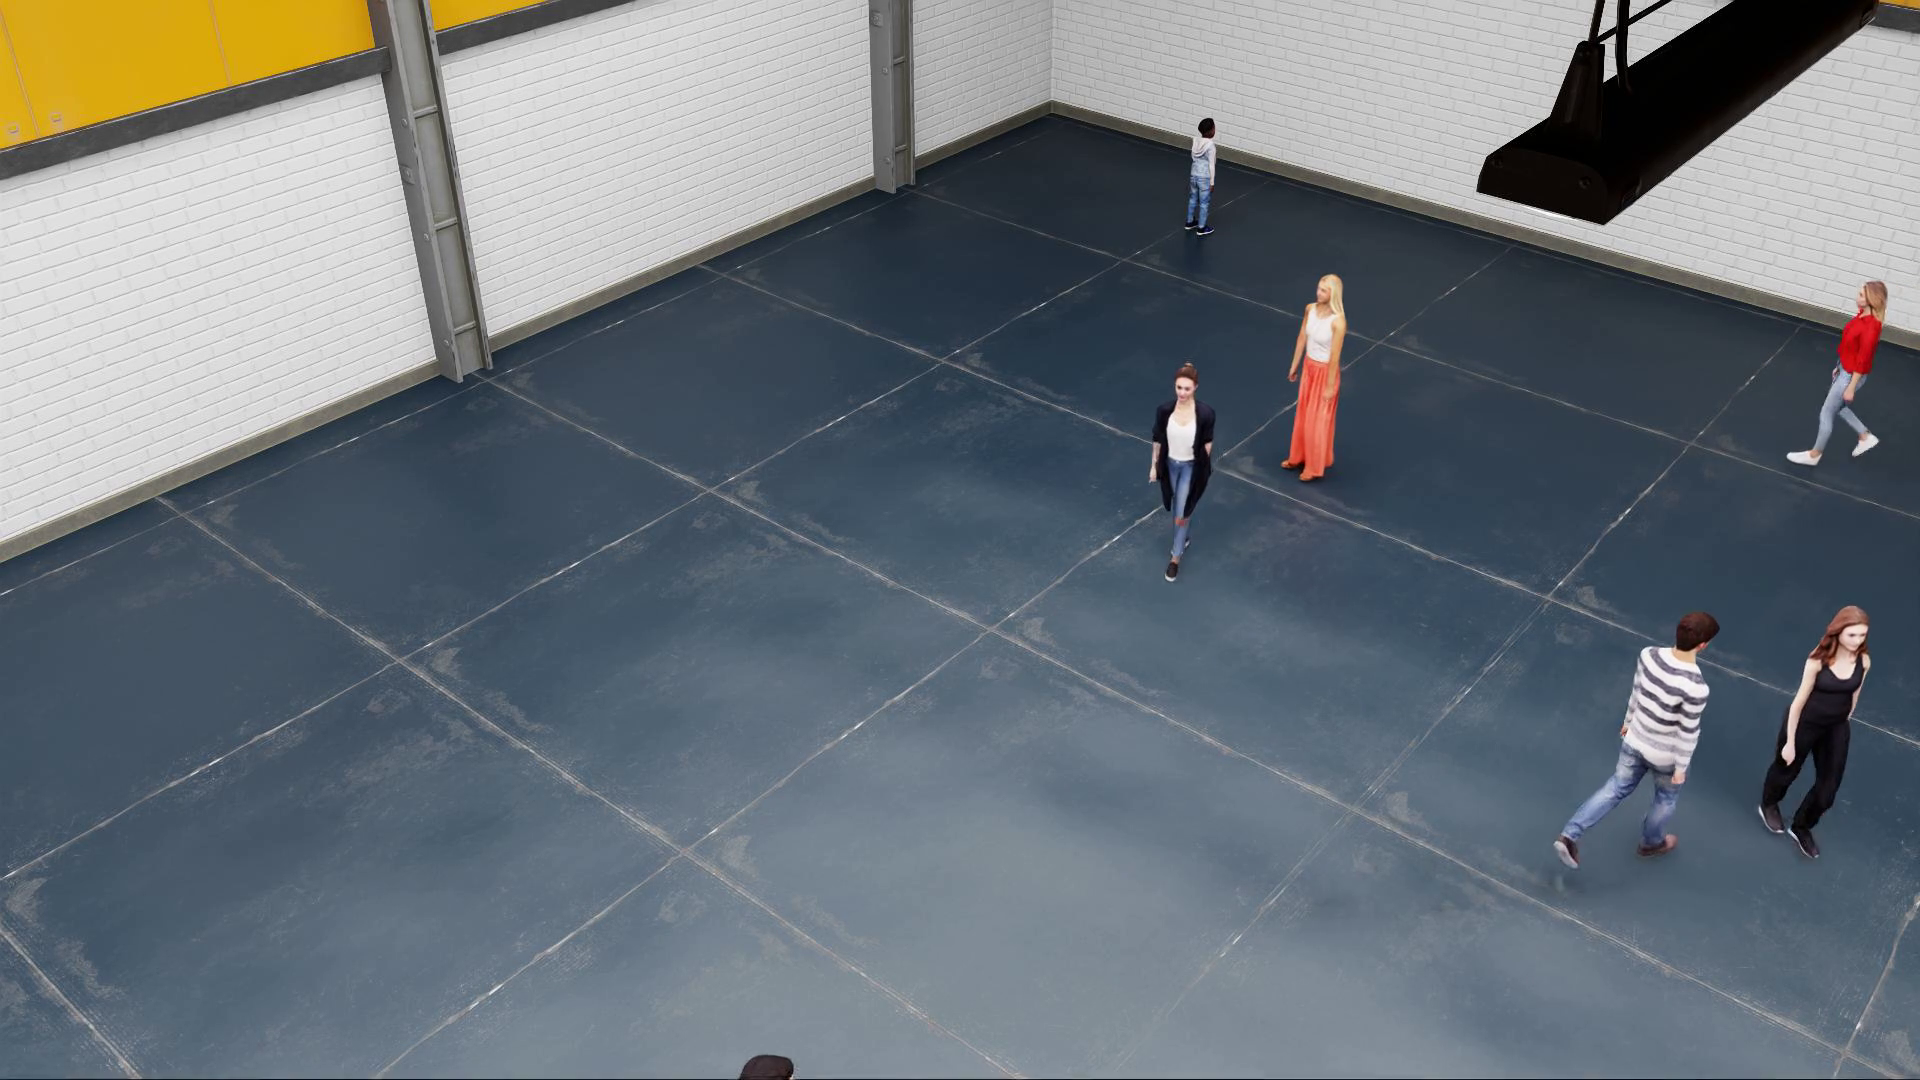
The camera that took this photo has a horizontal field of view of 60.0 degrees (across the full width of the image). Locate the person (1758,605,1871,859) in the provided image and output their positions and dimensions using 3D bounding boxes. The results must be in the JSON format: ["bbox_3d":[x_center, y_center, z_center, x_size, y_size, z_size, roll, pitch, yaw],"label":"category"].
[{"bbox_3d":[5.093,1.056,10.007,0.818,1.726,0.880,-2,34,-3],"label":"person"}]

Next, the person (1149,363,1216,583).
[{"bbox_3d":[1.697,-0.590,12.546,0.788,1.657,0.955,13,36,19],"label":"person"}]

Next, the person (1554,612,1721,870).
[{"bbox_3d":[3.957,1.227,9.675,1.222,1.810,0.956,-16,37,-22],"label":"person"}]

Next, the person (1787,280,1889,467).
[{"bbox_3d":[7.359,-1.329,13.623,0.872,1.696,0.918,11,35,16],"label":"person"}]

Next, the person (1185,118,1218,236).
[{"bbox_3d":[2.607,-3.933,17.936,0.536,1.258,0.516,-22,39,-29],"label":"person"}]

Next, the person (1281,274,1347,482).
[{"bbox_3d":[2.935,-1.330,13.527,0.714,1.803,0.709,-15,36,-21],"label":"person"}]
